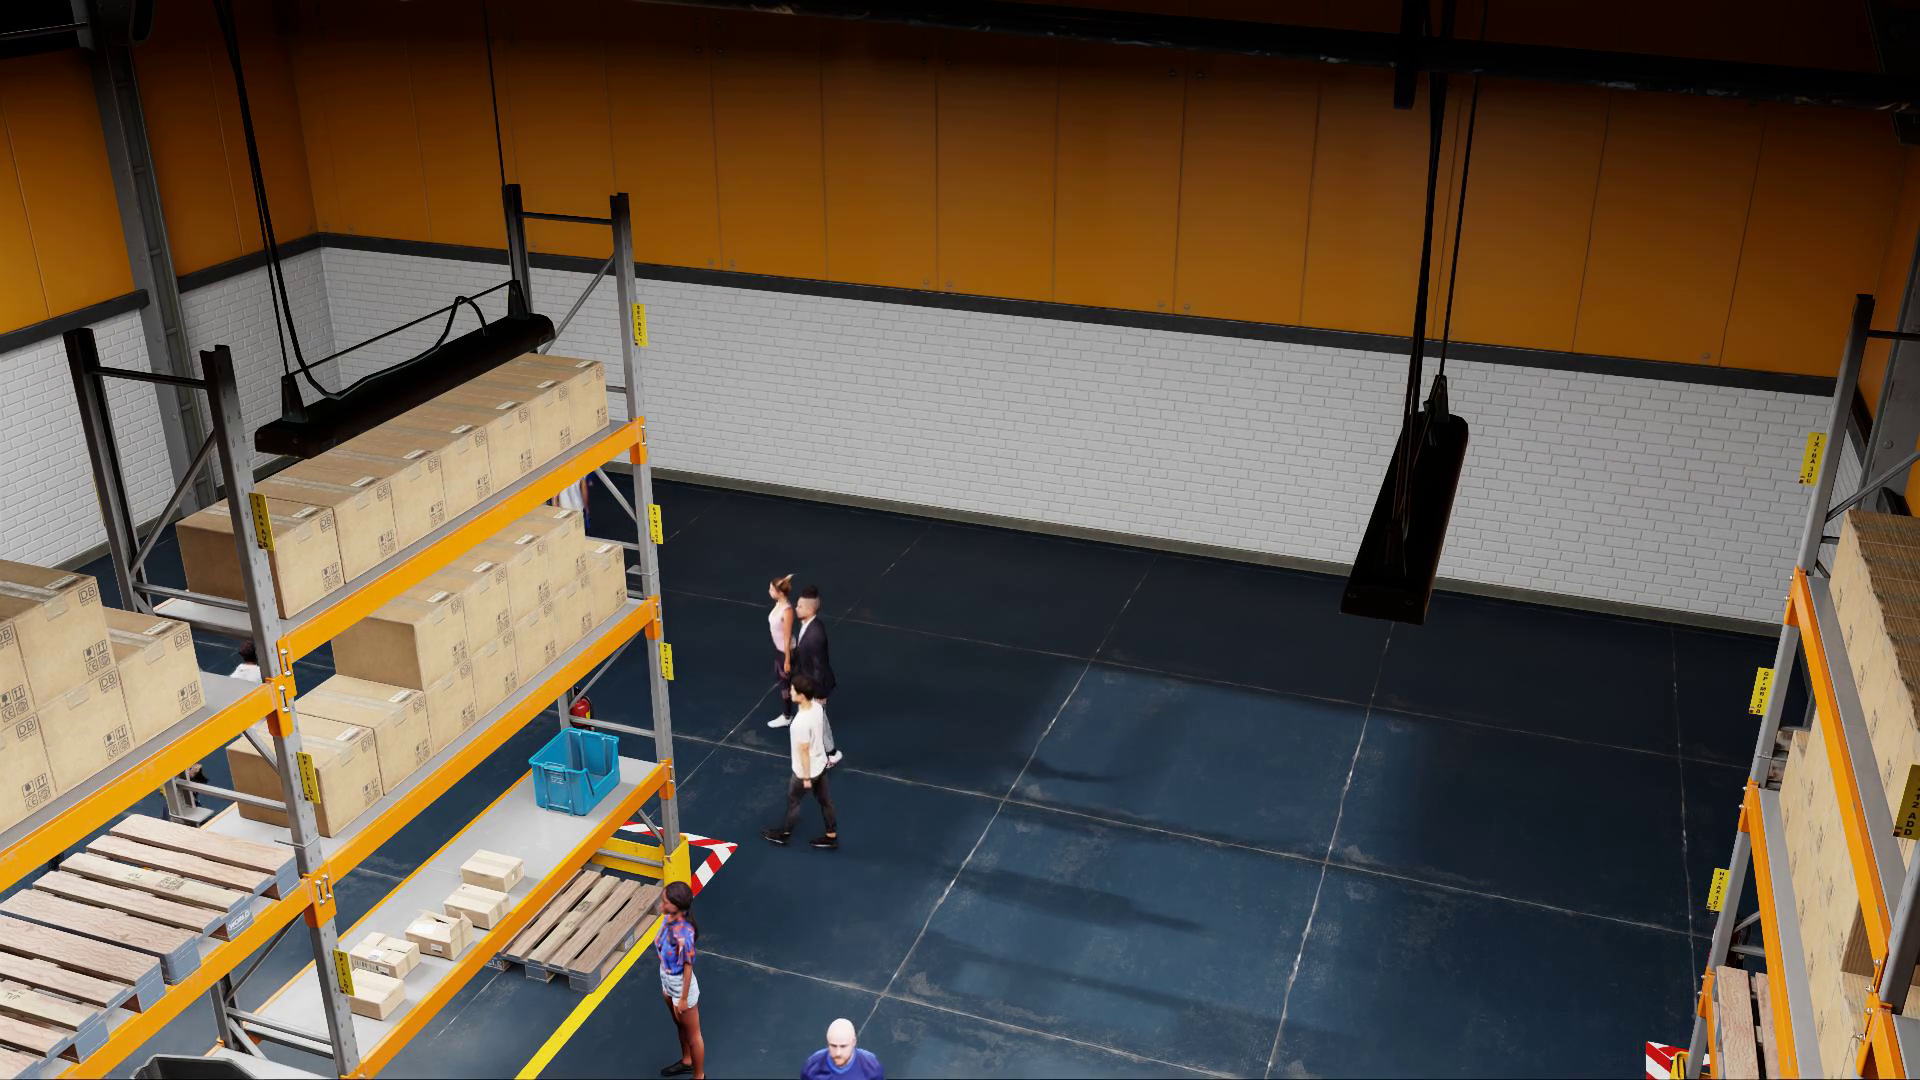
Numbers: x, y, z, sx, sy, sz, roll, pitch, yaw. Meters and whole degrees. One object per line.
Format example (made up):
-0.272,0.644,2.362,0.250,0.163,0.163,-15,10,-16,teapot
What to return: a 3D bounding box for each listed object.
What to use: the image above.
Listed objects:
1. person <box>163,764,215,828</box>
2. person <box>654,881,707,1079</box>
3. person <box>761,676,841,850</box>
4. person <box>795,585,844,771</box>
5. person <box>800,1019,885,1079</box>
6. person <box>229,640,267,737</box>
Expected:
-6.054,2.594,13.066,0.801,1.799,0.788,16,29,33,person
-1.981,3.168,11.827,0.709,1.739,0.665,-13,27,-27,person
-1.251,1.979,14.597,0.717,1.699,0.865,7,25,17,person
-1.283,1.321,15.802,0.911,1.939,0.813,-5,24,-11,person
-0.741,3.725,10.483,0.897,1.796,1.231,1,24,3,person
-6.226,1.802,14.791,0.957,1.869,1.284,1,24,2,person
